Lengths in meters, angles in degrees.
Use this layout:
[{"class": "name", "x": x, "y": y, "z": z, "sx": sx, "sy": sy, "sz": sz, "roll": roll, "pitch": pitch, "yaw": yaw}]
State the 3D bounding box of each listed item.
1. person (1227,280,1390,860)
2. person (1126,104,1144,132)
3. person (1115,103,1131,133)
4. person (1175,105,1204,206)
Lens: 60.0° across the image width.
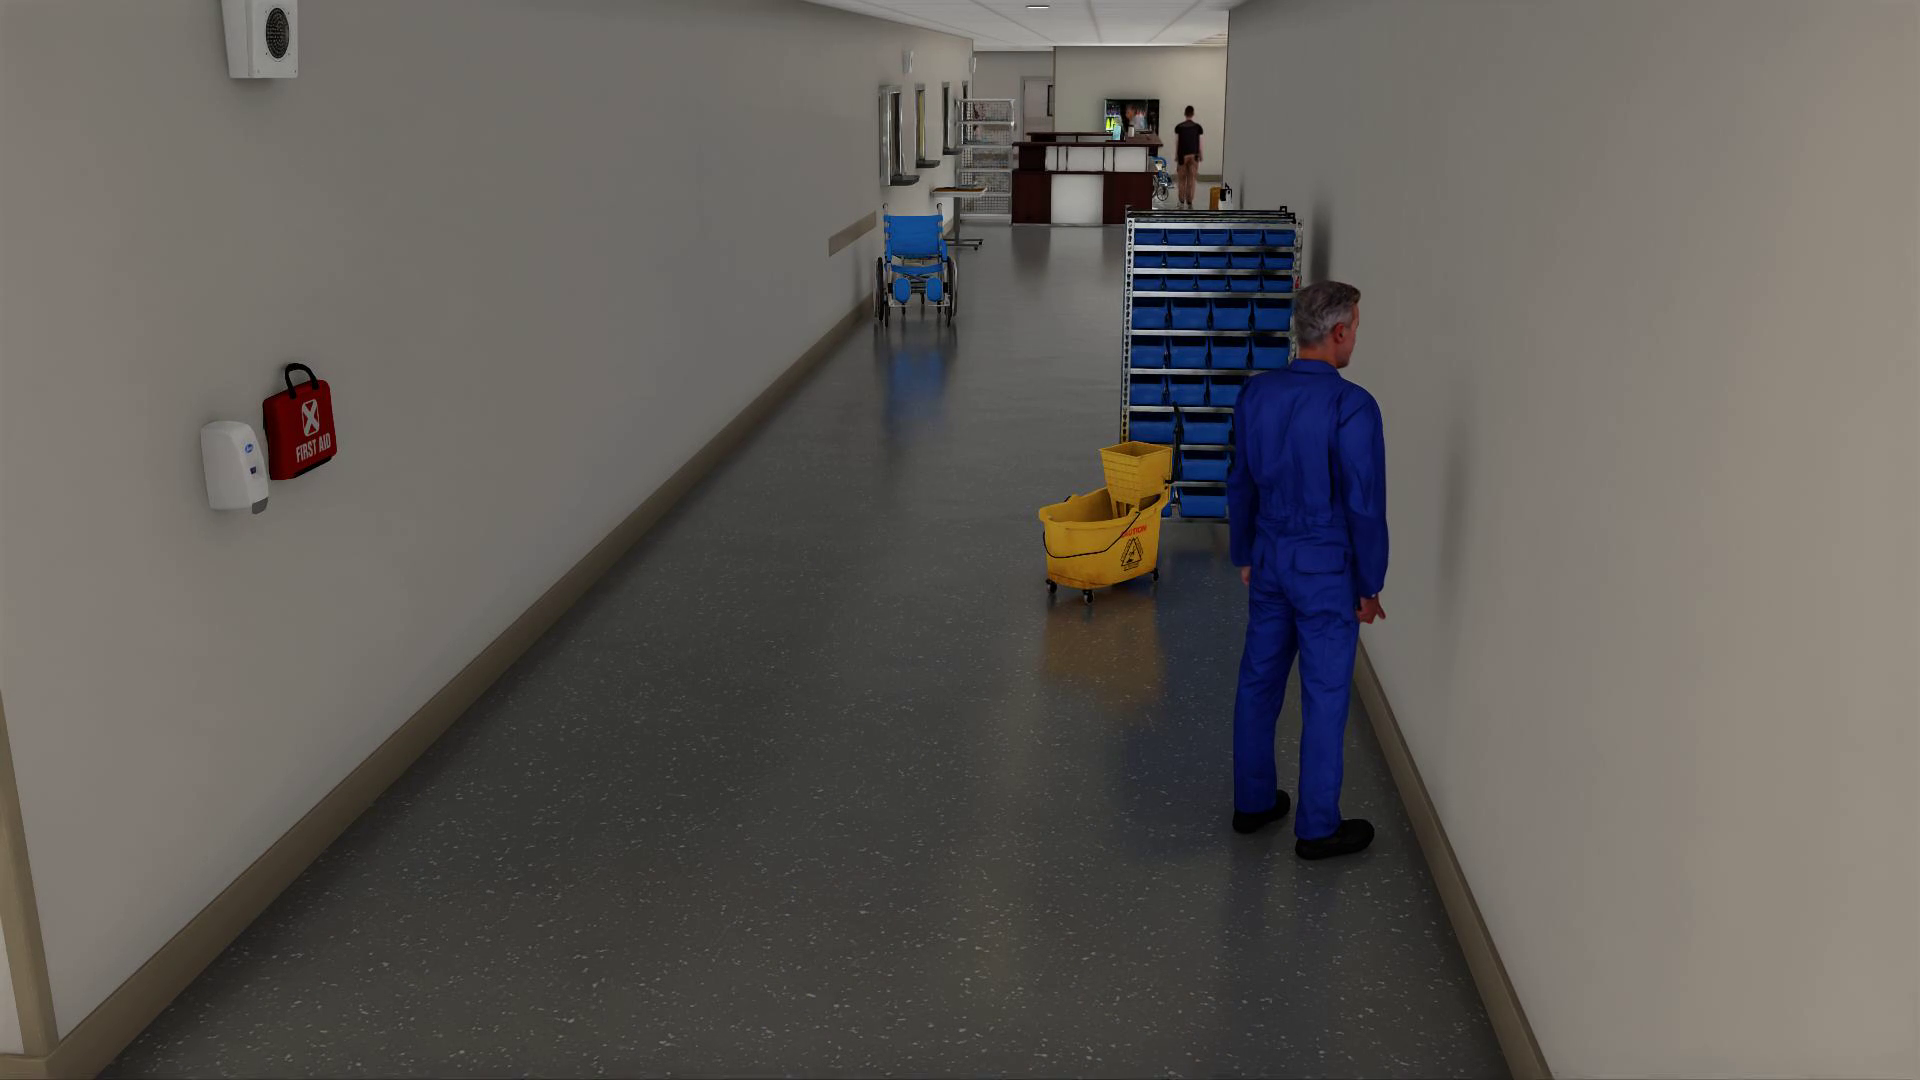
[{"class": "person", "x": 1.093, "y": 0.095, "z": 5.283, "sx": 0.829, "sy": 1.825, "sz": 0.771, "roll": -13, "pitch": 20, "yaw": -38}, {"class": "person", "x": 3.627, "y": -7.811, "z": 33.463, "sx": 1.197, "sy": 1.751, "sz": 0.737, "roll": 1, "pitch": 16, "yaw": 4}, {"class": "person", "x": 3.474, "y": -8.288, "z": 35.087, "sx": 0.897, "sy": 1.788, "sz": 0.931, "roll": -9, "pitch": 18, "yaw": -28}, {"class": "person", "x": 4.211, "y": -7.037, "z": 30.653, "sx": 1.133, "sy": 1.786, "sz": 0.763, "roll": 2, "pitch": 16, "yaw": 6}]
